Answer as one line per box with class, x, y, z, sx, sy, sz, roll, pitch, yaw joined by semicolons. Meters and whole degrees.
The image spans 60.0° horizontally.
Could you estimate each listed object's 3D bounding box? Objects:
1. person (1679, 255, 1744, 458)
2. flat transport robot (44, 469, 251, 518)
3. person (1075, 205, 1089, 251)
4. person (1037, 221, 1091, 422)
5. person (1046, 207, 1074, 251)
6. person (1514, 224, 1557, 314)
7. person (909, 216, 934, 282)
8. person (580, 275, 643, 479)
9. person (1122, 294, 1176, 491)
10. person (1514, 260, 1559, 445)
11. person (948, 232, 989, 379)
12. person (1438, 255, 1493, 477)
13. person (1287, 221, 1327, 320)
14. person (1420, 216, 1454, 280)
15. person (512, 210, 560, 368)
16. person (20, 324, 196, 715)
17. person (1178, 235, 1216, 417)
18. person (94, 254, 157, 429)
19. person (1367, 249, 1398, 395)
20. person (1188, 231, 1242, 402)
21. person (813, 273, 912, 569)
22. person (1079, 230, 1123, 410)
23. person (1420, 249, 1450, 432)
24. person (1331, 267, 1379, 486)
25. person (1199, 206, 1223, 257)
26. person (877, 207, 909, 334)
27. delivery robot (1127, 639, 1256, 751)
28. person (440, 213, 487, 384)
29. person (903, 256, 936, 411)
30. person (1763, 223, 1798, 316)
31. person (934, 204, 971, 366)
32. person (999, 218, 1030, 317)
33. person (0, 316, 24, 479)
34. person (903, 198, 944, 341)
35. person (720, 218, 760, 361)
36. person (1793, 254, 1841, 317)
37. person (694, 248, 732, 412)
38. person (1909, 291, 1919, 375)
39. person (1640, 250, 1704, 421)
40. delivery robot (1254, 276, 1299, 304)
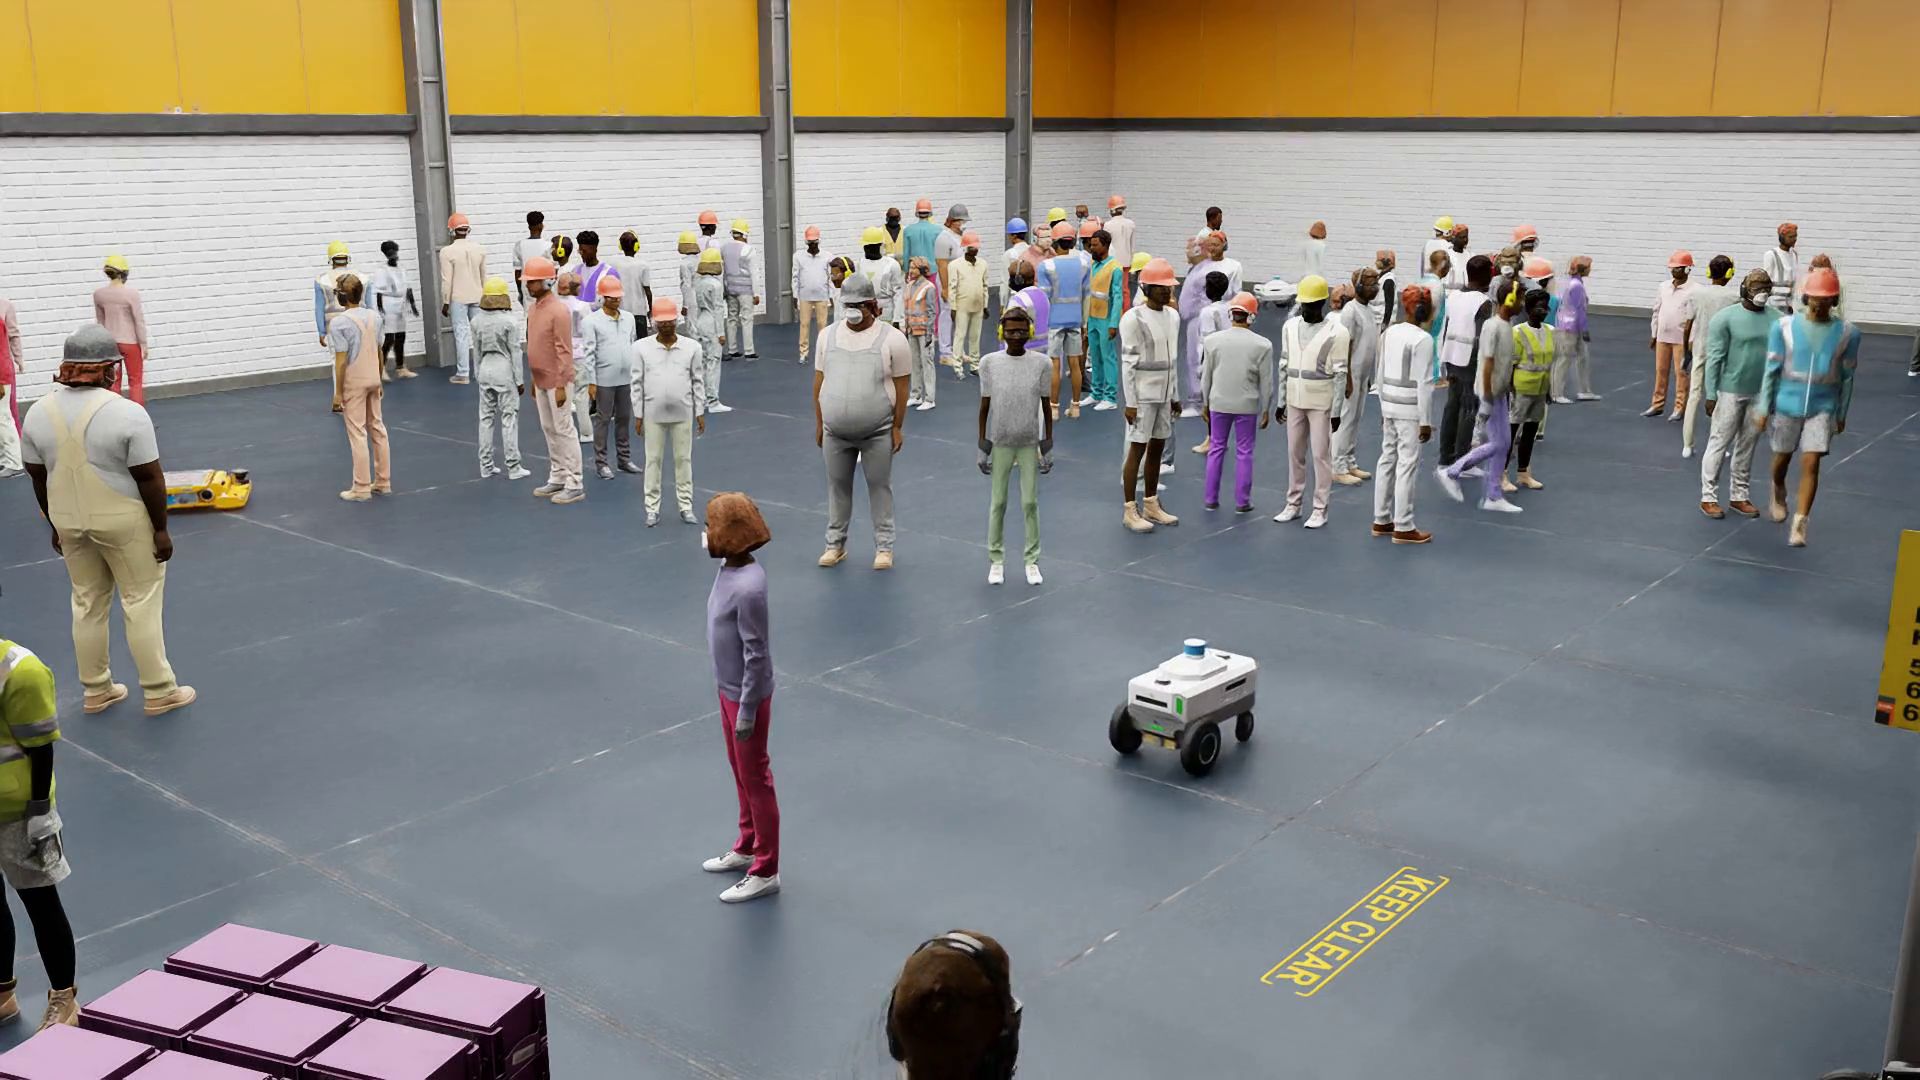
person;6.853;-1.666;15.193;0.520;1.865;0.335;12;18;40
flat transport robot;-6.467;-0.380;13.282;1.431;0.197;0.652;-5;15;-19
person;2.167;-5.075;29.287;0.312;1.634;0.514;2;14;10
person;1.043;-2.239;17.115;0.607;2.044;0.378;-6;15;-24
person;1.348;-3.521;22.478;0.385;1.925;0.585;4;15;15
person;5.970;-2.344;17.668;0.667;1.981;0.428;1;14;4
person;-0.480;-3.787;23.867;0.535;1.766;0.320;-4;15;-16
person;-2.992;-1.414;14.407;0.335;1.749;0.575;11;18;38
person;1.598;-1.275;13.909;0.389;1.730;0.485;-6;15;-21
person;5.466;-1.784;15.880;0.329;1.753;0.560;12;18;39
person;0.120;-2.817;20.016;0.573;1.749;0.334;-9;17;-33
person;4.401;-1.507;14.462;0.374;1.916;0.607;-4;15;-15
person;5.175;-3.888;24.560;0.578;1.619;0.505;-7;16;-27
person;6.339;-3.348;21.973;0.404;1.830;0.601;-6;15;-22
person;-5.268;-3.128;20.823;0.602;1.967;0.367;2;14;7
person;-4.367;-0.105;8.594;0.689;2.000;0.538;2;14;8
person;2.495;-2.231;17.420;0.439;1.923;0.663;0;14;0
person;-8.321;-1.956;16.571;0.520;1.756;0.345;2;14;9
person;4.786;-2.463;18.830;0.307;1.639;0.525;1;14;5
person;2.787;-2.433;18.219;0.574;1.883;0.360;7;16;25
person;-0.697;-0.807;11.397;0.684;2.000;0.538;3;14;12
person;1.527;-2.360;17.854;0.386;1.918;0.596;-8;16;-28
person;4.679;-1.989;16.604;0.424;1.802;0.585;2;14;7
person;3.369;-1.394;14.141;0.336;1.844;0.508;9;17;31
person;3.411;-3.640;22.991;0.388;1.911;0.592;6;15;22
person;-0.974;-3.924;24.271;0.624;1.839;0.430;-3;14;-12
delivery robot;1.136;0.725;8.098;0.477;0.478;0.707;12;19;40
person;-5.849;-2.846;19.641;0.377;1.995;0.612;11;18;38
person;-0.427;-2.218;17.852;0.309;1.641;0.514;-9;17;-33
person;9.661;-2.796;19.667;0.579;1.882;0.342;-9;17;-32
person;-0.019;-3.254;21.177;0.536;2.000;0.681;7;16;27
person;0.698;-2.816;19.639;0.608;1.941;0.422;-12;18;-40
person;-8.417;-1.405;14.404;0.573;1.738;0.352;13;19;42
person;-0.498;-3.800;23.446;0.618;1.997;0.373;1;14;5
person;-2.835;-3.235;21.539;0.592;1.826;0.403;8;16;30
person;9.677;-2.443;18.855;0.887;1.575;0.491;-4;15;-15
person;-2.640;-2.230;17.714;0.329;1.734;0.481;-9;17;-33
person;11.781;-2.894;20.016;0.403;1.909;0.589;0;14;1
person;7.380;-2.112;17.193;0.330;1.751;0.564;-9;17;-31
delivery robot;5.209;-4.103;27.393;0.707;0.478;0.477;-5;15;-20
